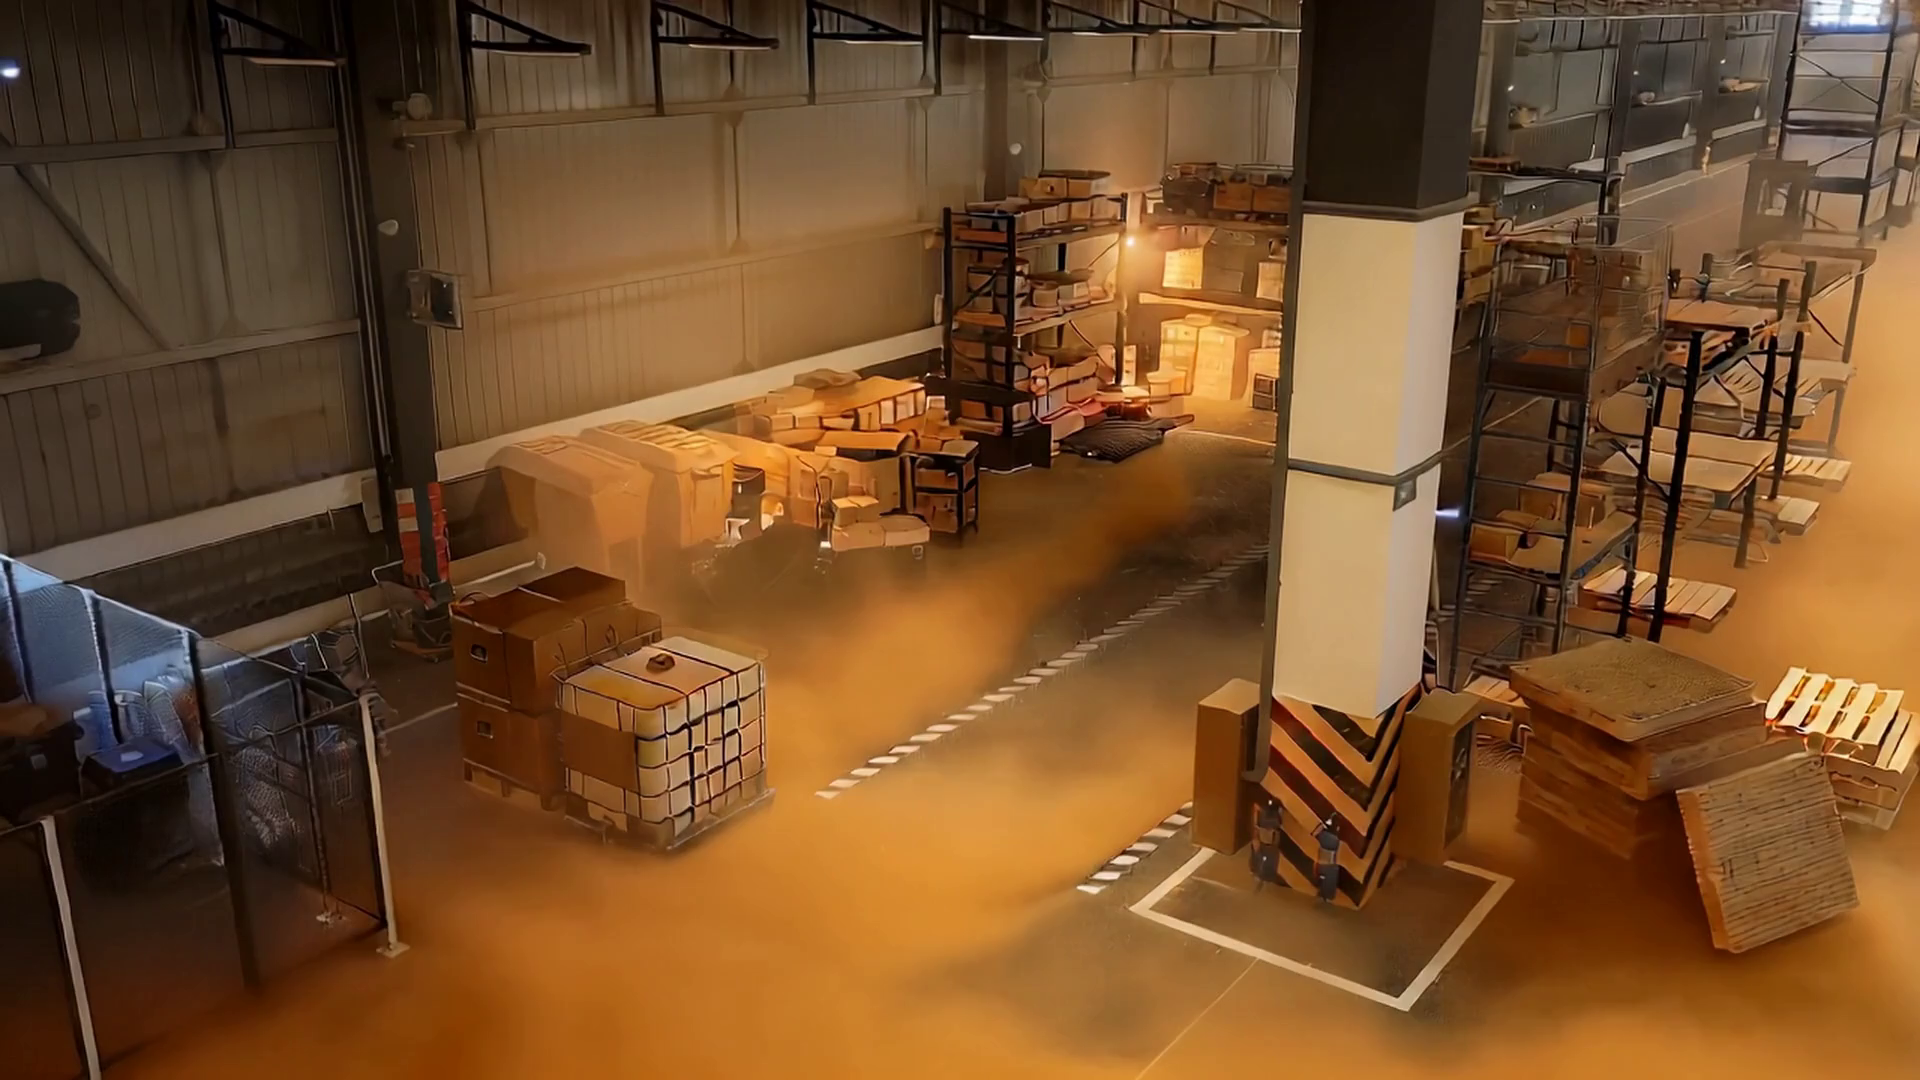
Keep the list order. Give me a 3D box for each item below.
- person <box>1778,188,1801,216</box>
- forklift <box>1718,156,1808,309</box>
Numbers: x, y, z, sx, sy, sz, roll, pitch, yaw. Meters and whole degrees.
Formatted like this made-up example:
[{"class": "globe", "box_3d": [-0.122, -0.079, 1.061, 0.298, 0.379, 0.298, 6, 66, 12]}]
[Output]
[{"class": "person", "box_3d": [17.300, -6.426, 34.865, 0.559, 1.886, 1.020, -9, 20, -27]}, {"class": "forklift", "box_3d": [15.228, -5.792, 31.346, 1.129, 2.768, 1.873, 13, 22, 34]}]
